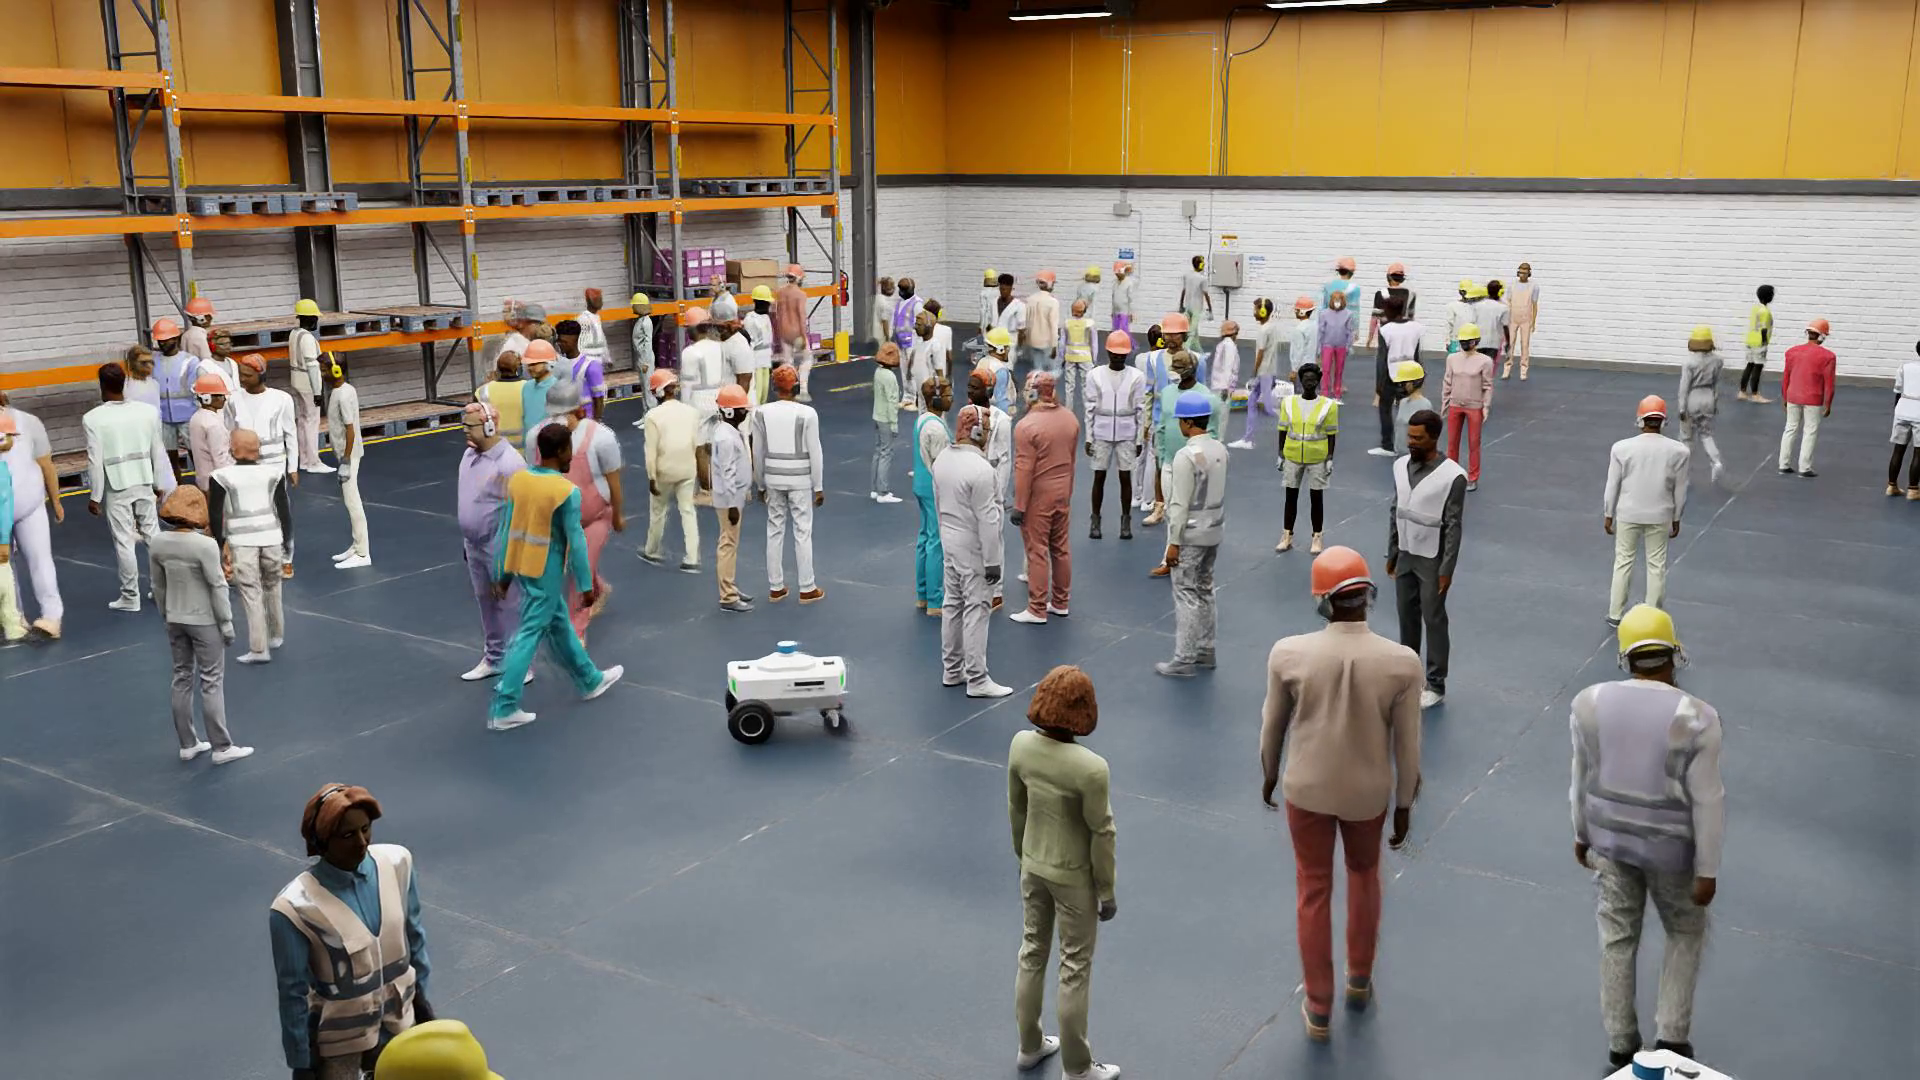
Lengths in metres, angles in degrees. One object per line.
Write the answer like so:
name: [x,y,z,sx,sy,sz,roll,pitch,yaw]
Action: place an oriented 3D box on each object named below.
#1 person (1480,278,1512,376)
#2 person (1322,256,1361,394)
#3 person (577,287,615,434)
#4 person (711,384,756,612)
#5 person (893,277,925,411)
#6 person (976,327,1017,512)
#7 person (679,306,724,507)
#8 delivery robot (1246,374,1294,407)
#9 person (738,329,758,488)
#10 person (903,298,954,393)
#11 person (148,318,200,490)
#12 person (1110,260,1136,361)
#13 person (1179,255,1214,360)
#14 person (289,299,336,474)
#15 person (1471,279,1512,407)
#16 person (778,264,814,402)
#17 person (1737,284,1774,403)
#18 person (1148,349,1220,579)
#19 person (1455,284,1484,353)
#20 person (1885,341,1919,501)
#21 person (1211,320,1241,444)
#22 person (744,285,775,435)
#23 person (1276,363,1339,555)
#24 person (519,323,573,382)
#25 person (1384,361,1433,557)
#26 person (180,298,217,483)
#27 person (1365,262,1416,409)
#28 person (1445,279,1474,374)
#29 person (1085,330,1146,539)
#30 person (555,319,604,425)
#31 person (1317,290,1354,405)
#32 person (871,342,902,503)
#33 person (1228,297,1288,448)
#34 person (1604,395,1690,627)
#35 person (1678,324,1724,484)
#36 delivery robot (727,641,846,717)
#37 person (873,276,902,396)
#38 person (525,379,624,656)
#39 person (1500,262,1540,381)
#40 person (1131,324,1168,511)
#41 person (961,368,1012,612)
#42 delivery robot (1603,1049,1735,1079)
person: [7.689,-2.897,24.002,0.537,1.744,0.375,-1,13,-6]
person: [5.627,-3.163,24.552,0.471,2.026,0.643,-12,17,-41]
person: [-4.564,-2.224,20.851,0.622,1.862,0.612,0,13,1]
person: [-1.745,-0.331,12.866,0.337,1.752,0.564,-1,13,-4]
person: [-0.717,-2.712,23.037,0.431,1.836,0.622,-8,15,-32]
person: [0.354,-1.186,16.438,0.403,1.823,0.593,-4,14,-18]
person: [-2.490,-1.301,16.508,0.613,2.020,0.603,6,14,25]
delivery robot: [4.254,-2.025,22.641,0.707,0.478,0.477,1,13,6]
person: [-2.306,-1.393,17.603,0.318,1.697,0.535,0,13,1]
person: [-0.382,-1.880,19.384,0.571,1.856,0.409,-7,15,-27]
person: [-7.666,-1.200,16.257,0.542,1.928,0.380,0,13,1]
person: [2.821,-3.935,28.544,0.475,1.729,0.616,-9,16,-33]
person: [4.048,-3.876,28.075,0.919,1.826,0.566,-11,17,-39]
person: [-7.199,-1.703,18.441,0.383,1.924,0.594,-10,16,-36]
person: [7.215,-2.608,22.564,0.566,1.827,0.911,10,16,38]
person: [-2.333,-2.925,23.638,0.609,1.969,0.524,11,17,39]
person: [11.390,-2.797,23.717,0.343,1.701,0.534,2,13,7]
person: [1.842,-0.595,13.609,0.376,1.940,0.629,-9,16,-34]
person: [7.003,-2.621,22.795,0.364,1.751,0.550,-9,16,-35]
person: [9.750,-1.237,16.949,0.319,1.687,0.539,-6,14,-25]
person: [3.062,-1.721,19.218,0.357,1.605,0.670,0,13,-2]
person: [-2.454,-2.183,20.556,0.402,1.918,0.597,4,14,16]
person: [3.048,-0.717,14.665,0.539,1.698,0.317,6,14,23]
person: [-3.891,-1.081,15.728,0.627,1.936,0.371,4,14,16]
person: [3.867,-0.665,14.325,0.342,1.754,0.531,-3,13,-11]
person: [-8.071,-1.585,17.779,0.612,1.995,0.393,12,17,41]
person: [5.973,-2.836,23.130,0.698,2.027,0.431,-2,13,-10]
person: [7.165,-2.835,23.705,0.524,1.769,0.315,-3,13,-11]
person: [1.417,-0.953,15.197,0.550,1.929,0.388,1,13,5]
person: [-3.661,-1.127,15.859,0.613,1.963,0.362,8,15,31]
person: [5.283,-2.706,23.444,0.504,1.630,0.305,0,13,2]
person: [-0.745,-1.194,16.891,0.289,1.628,0.503,-4,14,-19]
person: [3.690,-1.958,19.778,0.882,1.834,0.553,4,14,16]
person: [5.069,-0.204,12.338,0.566,1.744,0.350,3,13,14]
person: [7.851,-1.415,17.613,0.492,1.728,0.569,-2,13,-9]
delivery robot: [-1.053,0.860,10.128,0.707,0.478,0.477,-2,13,-10]
person: [-0.981,-2.895,23.907,0.530,1.794,0.608,-3,13,-14]
person: [-2.756,-0.288,12.054,0.702,2.000,1.096,3,13,12]
person: [8.789,-3.427,26.104,0.507,1.844,0.346,6,14,25]
person: [1.905,-1.208,16.466,0.341,1.856,0.523,-7,15,-28]
person: [0.151,-0.384,12.817,0.355,1.884,0.575,-11,17,-41]
delivery robot: [2.254,1.929,5.488,0.707,0.478,0.477,-10,16,-36]
